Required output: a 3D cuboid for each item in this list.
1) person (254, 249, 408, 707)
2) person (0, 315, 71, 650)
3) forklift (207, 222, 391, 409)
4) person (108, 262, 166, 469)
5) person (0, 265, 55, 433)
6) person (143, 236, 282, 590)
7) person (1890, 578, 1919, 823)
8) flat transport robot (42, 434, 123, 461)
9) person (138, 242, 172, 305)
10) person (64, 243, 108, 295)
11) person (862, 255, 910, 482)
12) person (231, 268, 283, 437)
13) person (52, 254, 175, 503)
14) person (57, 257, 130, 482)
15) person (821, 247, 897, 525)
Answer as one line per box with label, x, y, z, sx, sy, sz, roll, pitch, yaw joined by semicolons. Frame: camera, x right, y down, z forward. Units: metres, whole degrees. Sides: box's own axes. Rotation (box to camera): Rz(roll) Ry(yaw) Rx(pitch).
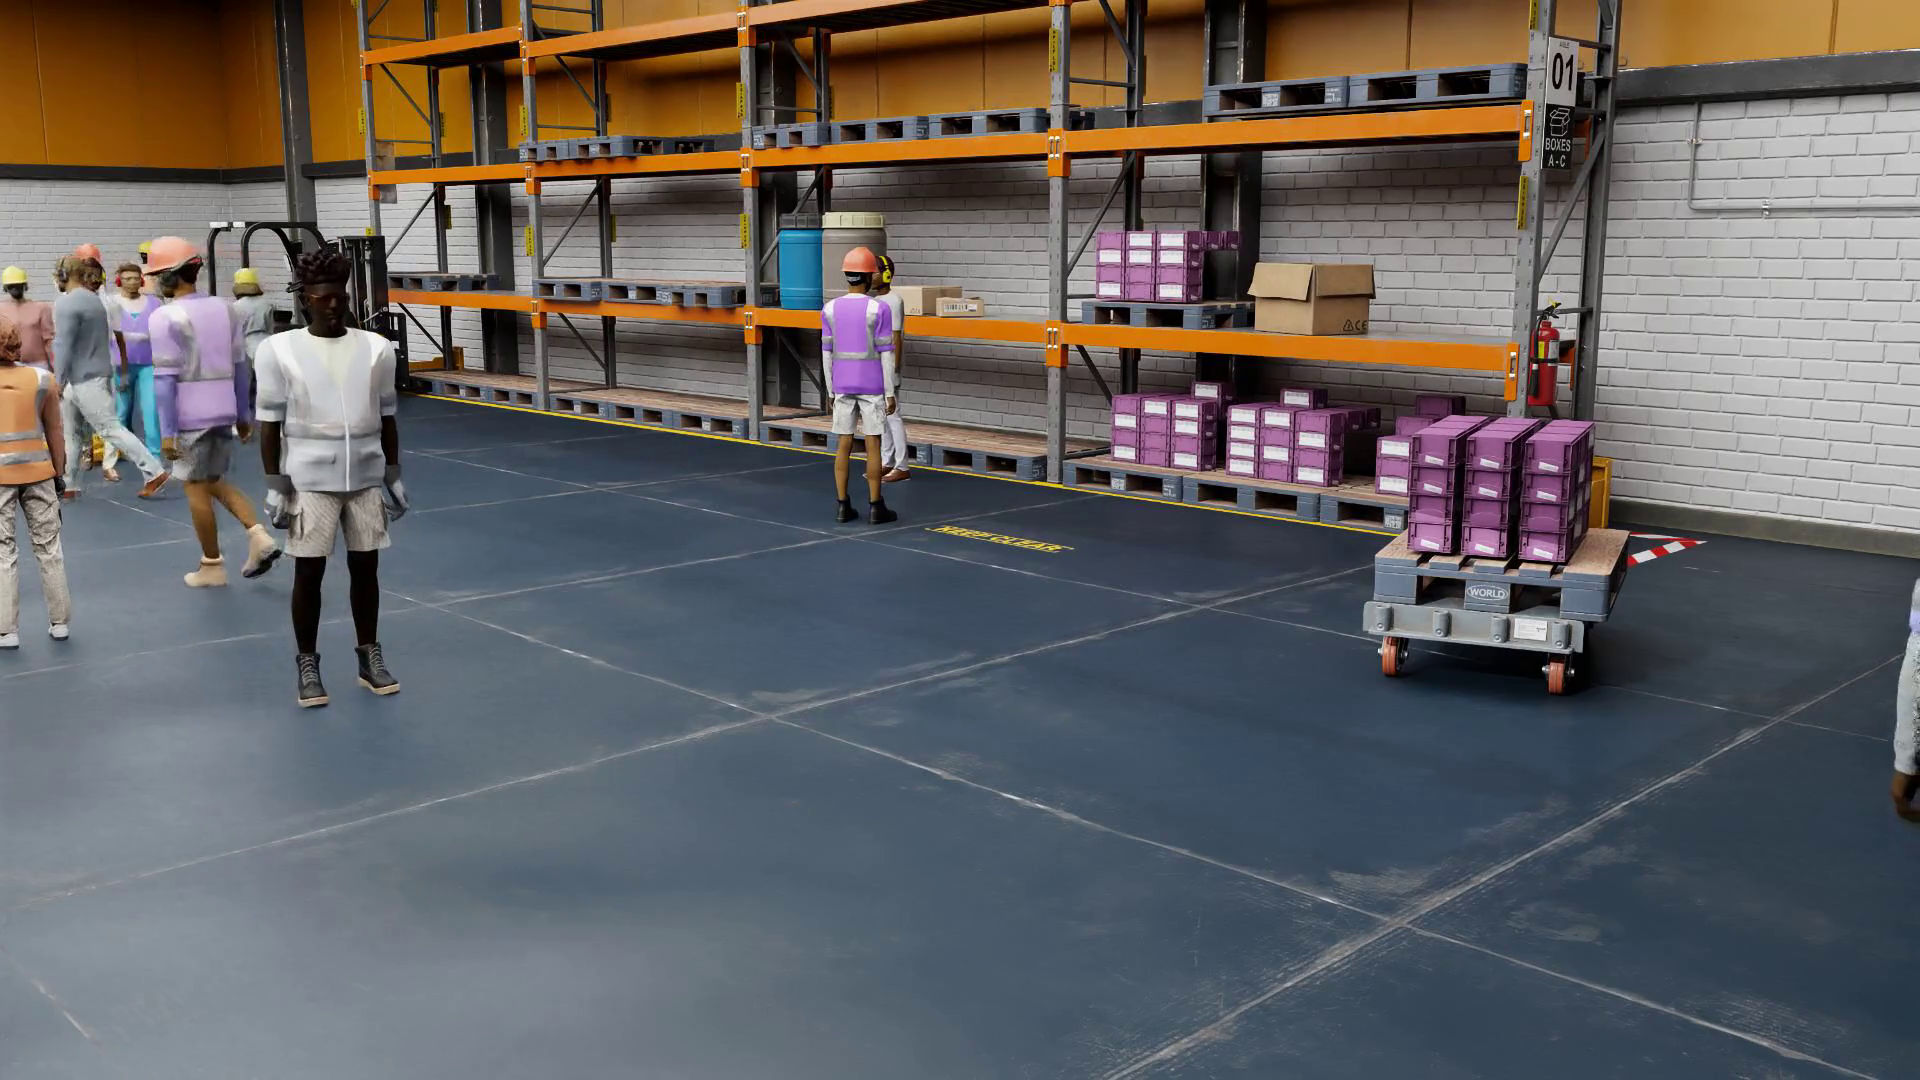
person;-2.710;-0.269;7.217;0.612;1.961;0.368;-8;13;-38
person;-4.649;-0.281;8.168;0.309;1.641;0.515;9;14;40
forklift;-8.169;-2.758;20.163;2.313;2.155;1.214;-10;14;-44
person;-7.270;-1.537;14.616;0.578;1.807;0.962;-7;13;-35
person;-8.584;-1.641;15.269;0.527;1.752;0.612;-6;12;-31
person;-4.271;-0.696;9.417;0.551;2.013;0.651;4;11;19
person;2.281;0.440;3.499;0.570;1.905;0.875;5;11;24
flat transport robot;-8.323;-0.821;14.852;1.431;0.197;0.652;0;10;3
person;-11.531;-3.277;23.722;0.593;1.924;0.380;-1;10;-6
person;-9.308;-2.205;17.862;0.379;1.931;0.548;3;11;17
person;-0.615;-1.404;13.725;0.320;1.856;0.505;-5;11;-25
person;-7.096;-1.882;16.761;0.913;1.698;0.489;9;14;39
person;-6.535;-1.217;12.603;0.988;1.897;0.632;-3;11;-14
person;-7.171;-1.408;13.747;0.540;1.850;0.588;-7;13;-34
person;-0.696;-1.073;11.675;0.545;1.938;0.356;4;11;20
